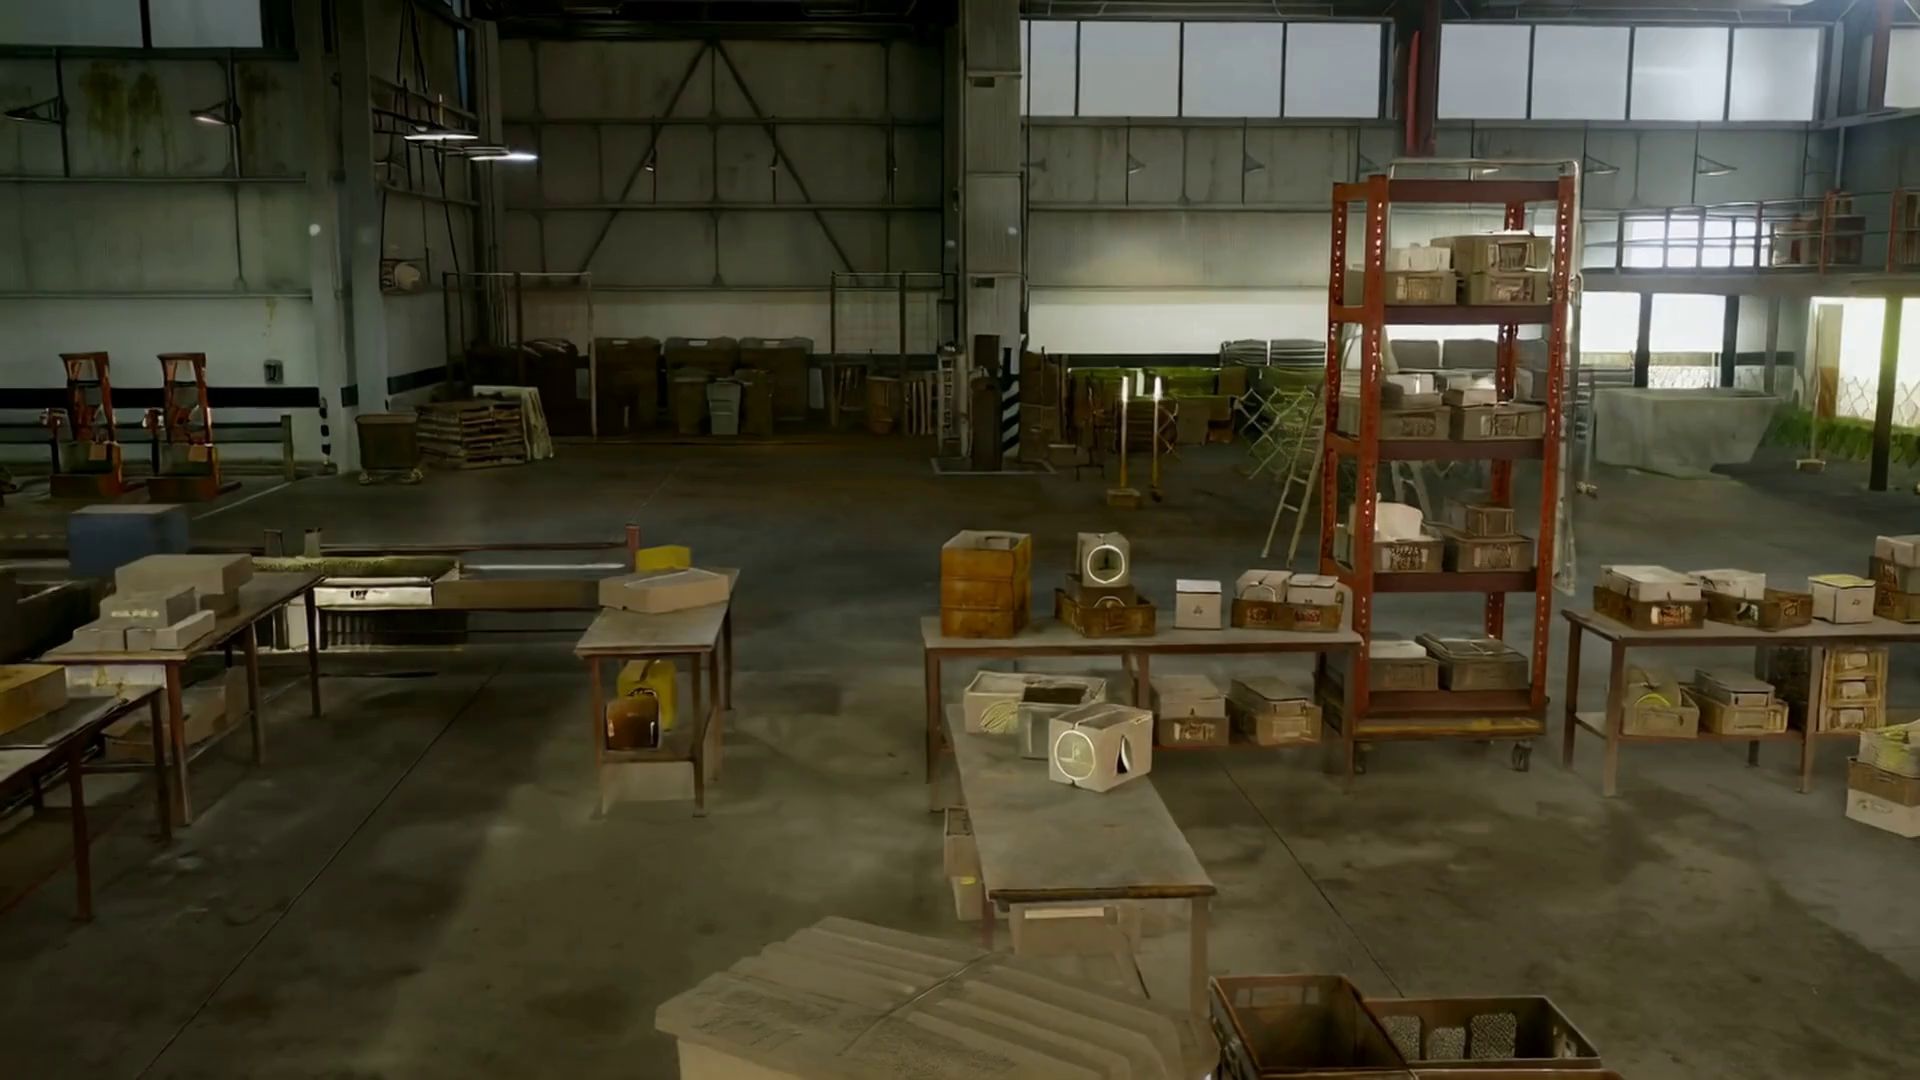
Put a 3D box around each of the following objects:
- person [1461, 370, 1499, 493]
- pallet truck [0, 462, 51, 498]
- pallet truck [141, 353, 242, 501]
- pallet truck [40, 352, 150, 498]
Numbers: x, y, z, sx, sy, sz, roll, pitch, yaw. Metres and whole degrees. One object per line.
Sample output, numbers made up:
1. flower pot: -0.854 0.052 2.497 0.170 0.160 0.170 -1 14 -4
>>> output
1. person: 7.268 -1.507 23.207 0.622 1.699 0.578 2 9 13
2. pallet truck: -13.193 -1.293 23.148 0.653 1.274 1.630 -1 9 -4
3. pallet truck: -10.520 -1.604 22.925 0.823 1.965 1.885 -1 9 -6
4. pallet truck: -11.907 -1.642 23.165 0.823 1.965 1.885 0 9 0
